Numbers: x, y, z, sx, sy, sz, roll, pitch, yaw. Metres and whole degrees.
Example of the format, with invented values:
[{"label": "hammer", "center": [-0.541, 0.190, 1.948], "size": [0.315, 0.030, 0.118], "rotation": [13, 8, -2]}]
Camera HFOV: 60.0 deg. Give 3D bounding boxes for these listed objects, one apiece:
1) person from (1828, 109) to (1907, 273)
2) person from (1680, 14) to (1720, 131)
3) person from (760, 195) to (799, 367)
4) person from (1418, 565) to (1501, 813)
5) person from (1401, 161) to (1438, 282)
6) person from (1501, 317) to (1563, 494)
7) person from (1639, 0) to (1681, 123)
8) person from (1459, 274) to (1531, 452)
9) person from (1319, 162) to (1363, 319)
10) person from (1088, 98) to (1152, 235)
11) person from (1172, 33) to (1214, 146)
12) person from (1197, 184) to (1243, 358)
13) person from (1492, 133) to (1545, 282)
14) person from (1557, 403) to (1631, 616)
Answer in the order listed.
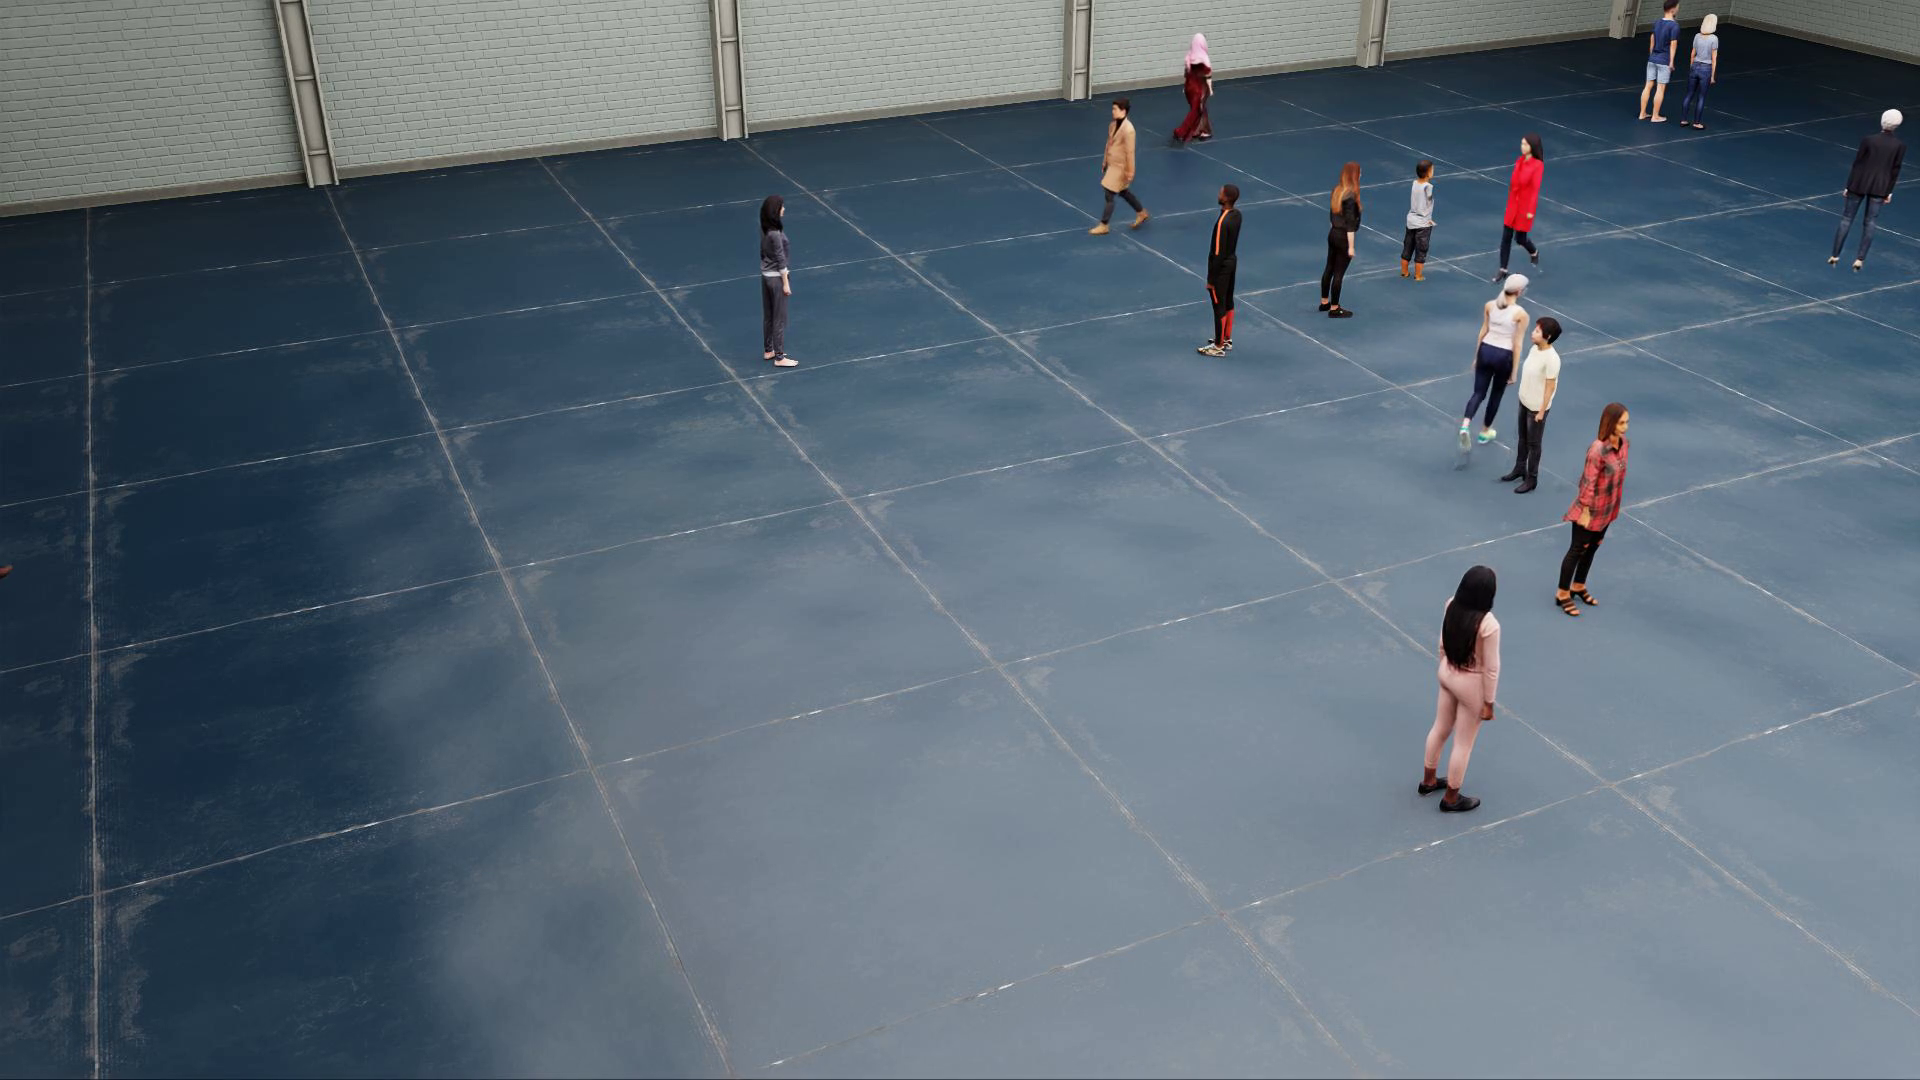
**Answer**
[{"label": "person", "center": [9.785, -3.805, 17.987], "size": [0.824, 1.782, 0.783], "rotation": [12, 30, 21]}, {"label": "person", "center": [11.418, -7.215, 25.624], "size": [0.558, 1.723, 0.610], "rotation": [-18, 33, -30]}, {"label": "person", "center": [-1.898, -2.662, 17.030], "size": [0.533, 1.763, 0.616], "rotation": [-15, 32, -27]}, {"label": "person", "center": [3.132, 0.916, 10.360], "size": [0.515, 1.719, 0.617], "rotation": [-12, 30, -21]}, {"label": "person", "center": [5.375, -3.775, 19.447], "size": [0.570, 1.456, 0.609], "rotation": [-20, 34, -33]}, {"label": "person", "center": [4.987, -1.179, 14.433], "size": [0.581, 1.587, 0.646], "rotation": [-3, 28, -6]}, {"label": "person", "center": [10.966, -7.508, 26.044], "size": [0.582, 1.844, 0.629], "rotation": [-16, 32, -27]}, {"label": "person", "center": [4.816, -1.563, 15.065], "size": [0.874, 1.672, 1.112], "rotation": [22, 35, 35]}, {"label": "person", "center": [4.183, -3.315, 18.318], "size": [0.574, 1.706, 0.640], "rotation": [-7, 29, -13]}, {"label": "person", "center": [2.086, -4.705, 20.934], "size": [1.143, 1.701, 0.731], "rotation": [-9, 29, -16]}, {"label": "person", "center": [3.470, -6.669, 24.724], "size": [1.077, 1.604, 0.739], "rotation": [-17, 32, -28]}, {"label": "person", "center": [2.737, -2.809, 17.259], "size": [0.766, 1.808, 0.658], "rotation": [16, 32, 28]}, {"label": "person", "center": [6.556, -3.833, 19.262], "size": [0.867, 1.733, 0.644], "rotation": [-14, 31, -24]}, {"label": "person", "center": [4.806, -0.249, 12.565], "size": [0.564, 1.702, 0.720], "rotation": [-20, 34, -33]}]
